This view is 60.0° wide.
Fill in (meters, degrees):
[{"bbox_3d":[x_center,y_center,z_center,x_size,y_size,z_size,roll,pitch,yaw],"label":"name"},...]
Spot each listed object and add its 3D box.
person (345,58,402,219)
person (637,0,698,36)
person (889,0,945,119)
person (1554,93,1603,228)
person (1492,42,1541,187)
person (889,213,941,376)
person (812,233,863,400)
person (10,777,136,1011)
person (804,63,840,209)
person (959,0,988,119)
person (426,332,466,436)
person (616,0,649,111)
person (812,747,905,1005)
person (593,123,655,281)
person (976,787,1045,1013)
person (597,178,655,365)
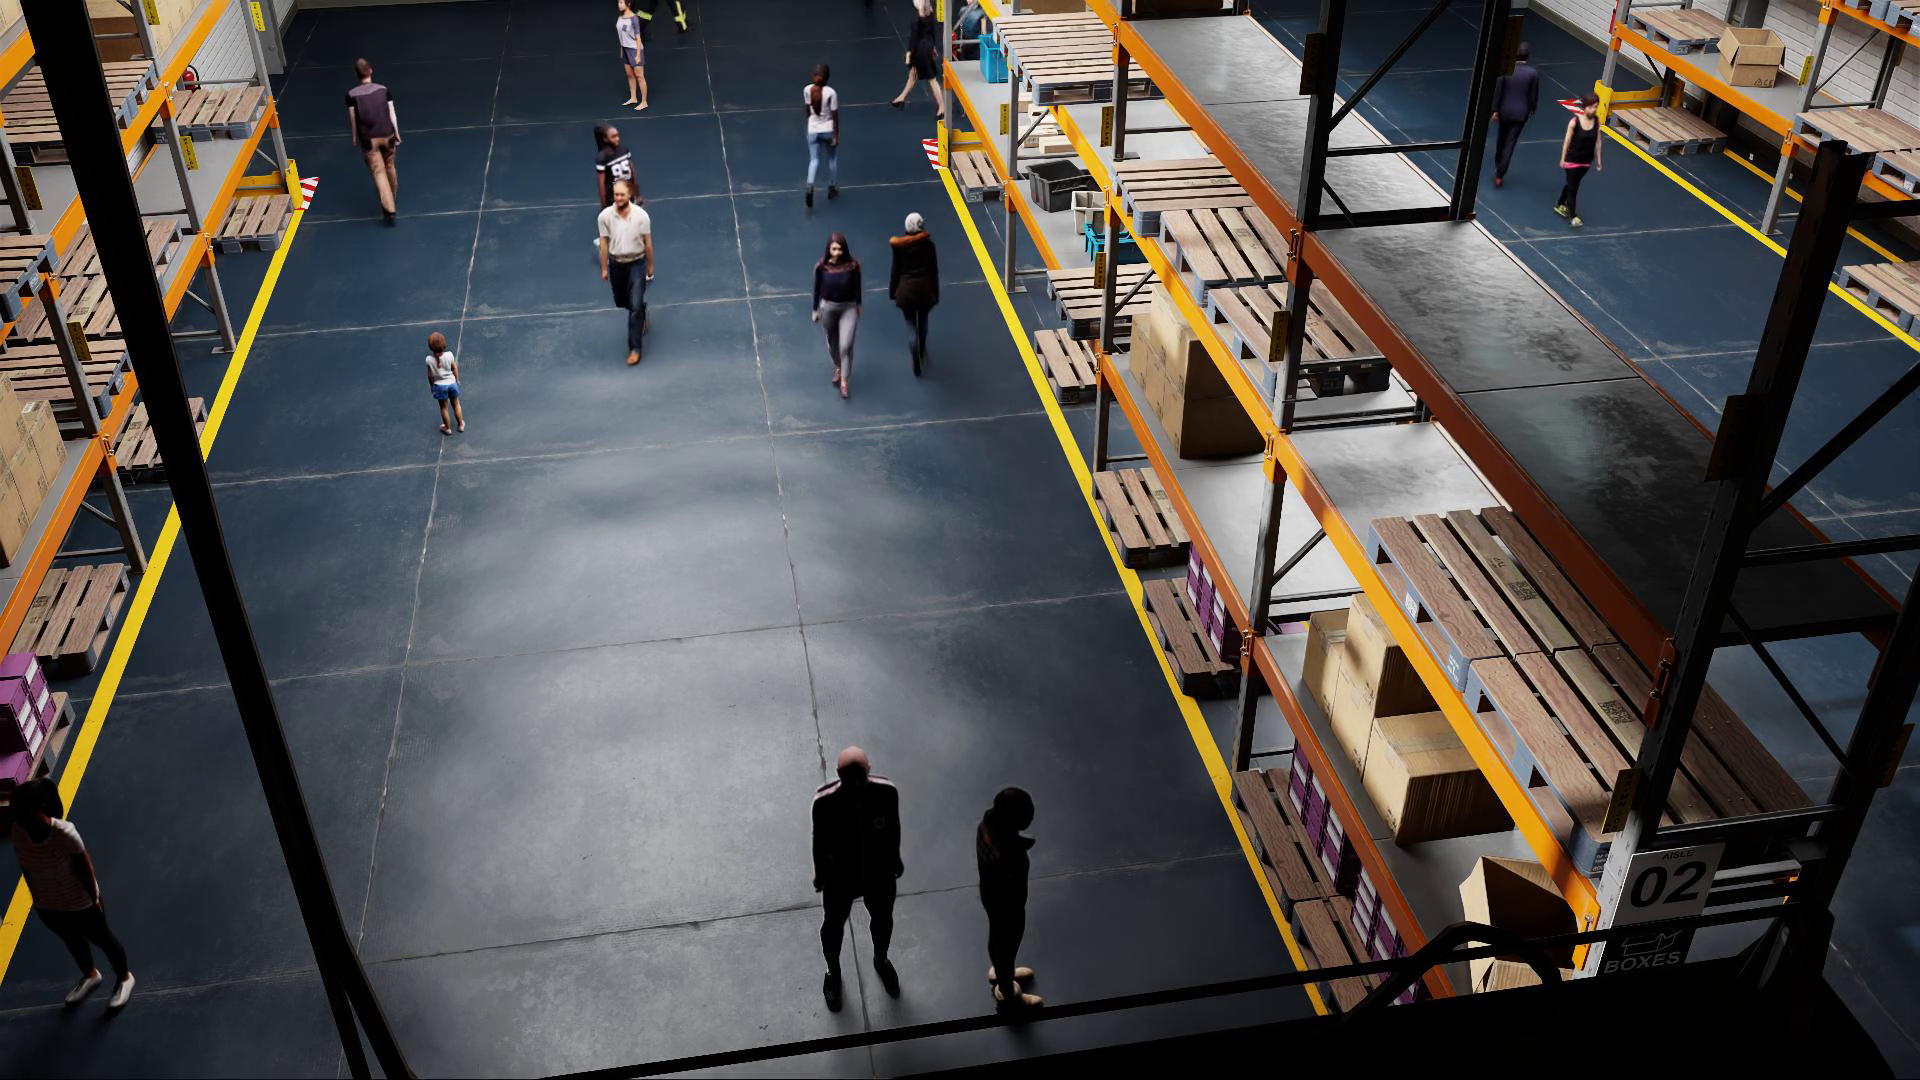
[{"bbox_3d":[-6.783,-4.637,19.370,0.970,1.795,1.316,-18,37,-24],"label":"person"},{"bbox_3d":[-4.634,-8.575,25.161,1.173,1.942,1.324,-19,38,-27],"label":"person"},{"bbox_3d":[-0.406,-6.419,22.132,1.079,1.704,1.133,15,36,21],"label":"person"},{"bbox_3d":[7.162,-4.460,19.351,0.610,1.521,0.982,-9,35,-13],"label":"person"},{"bbox_3d":[6.719,-5.135,20.216,1.016,1.688,1.153,14,36,20],"label":"person"},{"bbox_3d":[-0.424,-2.359,16.103,0.638,1.616,0.850,-5,34,-7],"label":"person"},{"bbox_3d":[-1.158,-2.204,15.902,0.717,1.583,0.895,1,34,1],"label":"person"},{"bbox_3d":[-5.093,2.018,9.492,0.634,1.646,0.629,5,34,8],"label":"person"},{"bbox_3d":[-1.665,-4.768,19.650,0.838,1.704,1.069,9,35,13],"label":"person"},{"bbox_3d":[0.197,-6.592,22.383,0.910,1.716,1.003,17,37,24],"label":"person"},{"bbox_3d":[-4.734,-1.443,15.265,0.461,1.019,0.485,-16,37,-22],"label":"person"},{"bbox_3d":[-4.467,-6.678,22.648,0.711,1.565,0.622,-27,42,-35],"label":"person"},{"bbox_3d":[-0.582,1.886,9.521,0.697,1.834,0.588,-8,34,-12],"label":"person"},{"bbox_3d":[-3.749,-3.693,18.033,1.151,1.703,1.112,19,38,27],"label":"person"},{"bbox_3d":[0.239,2.053,9.428,0.654,1.659,0.592,9,35,13],"label":"person"},{"bbox_3d":[-3.269,-2.742,16.482,0.876,1.836,1.200,2,34,3],"label":"person"}]
